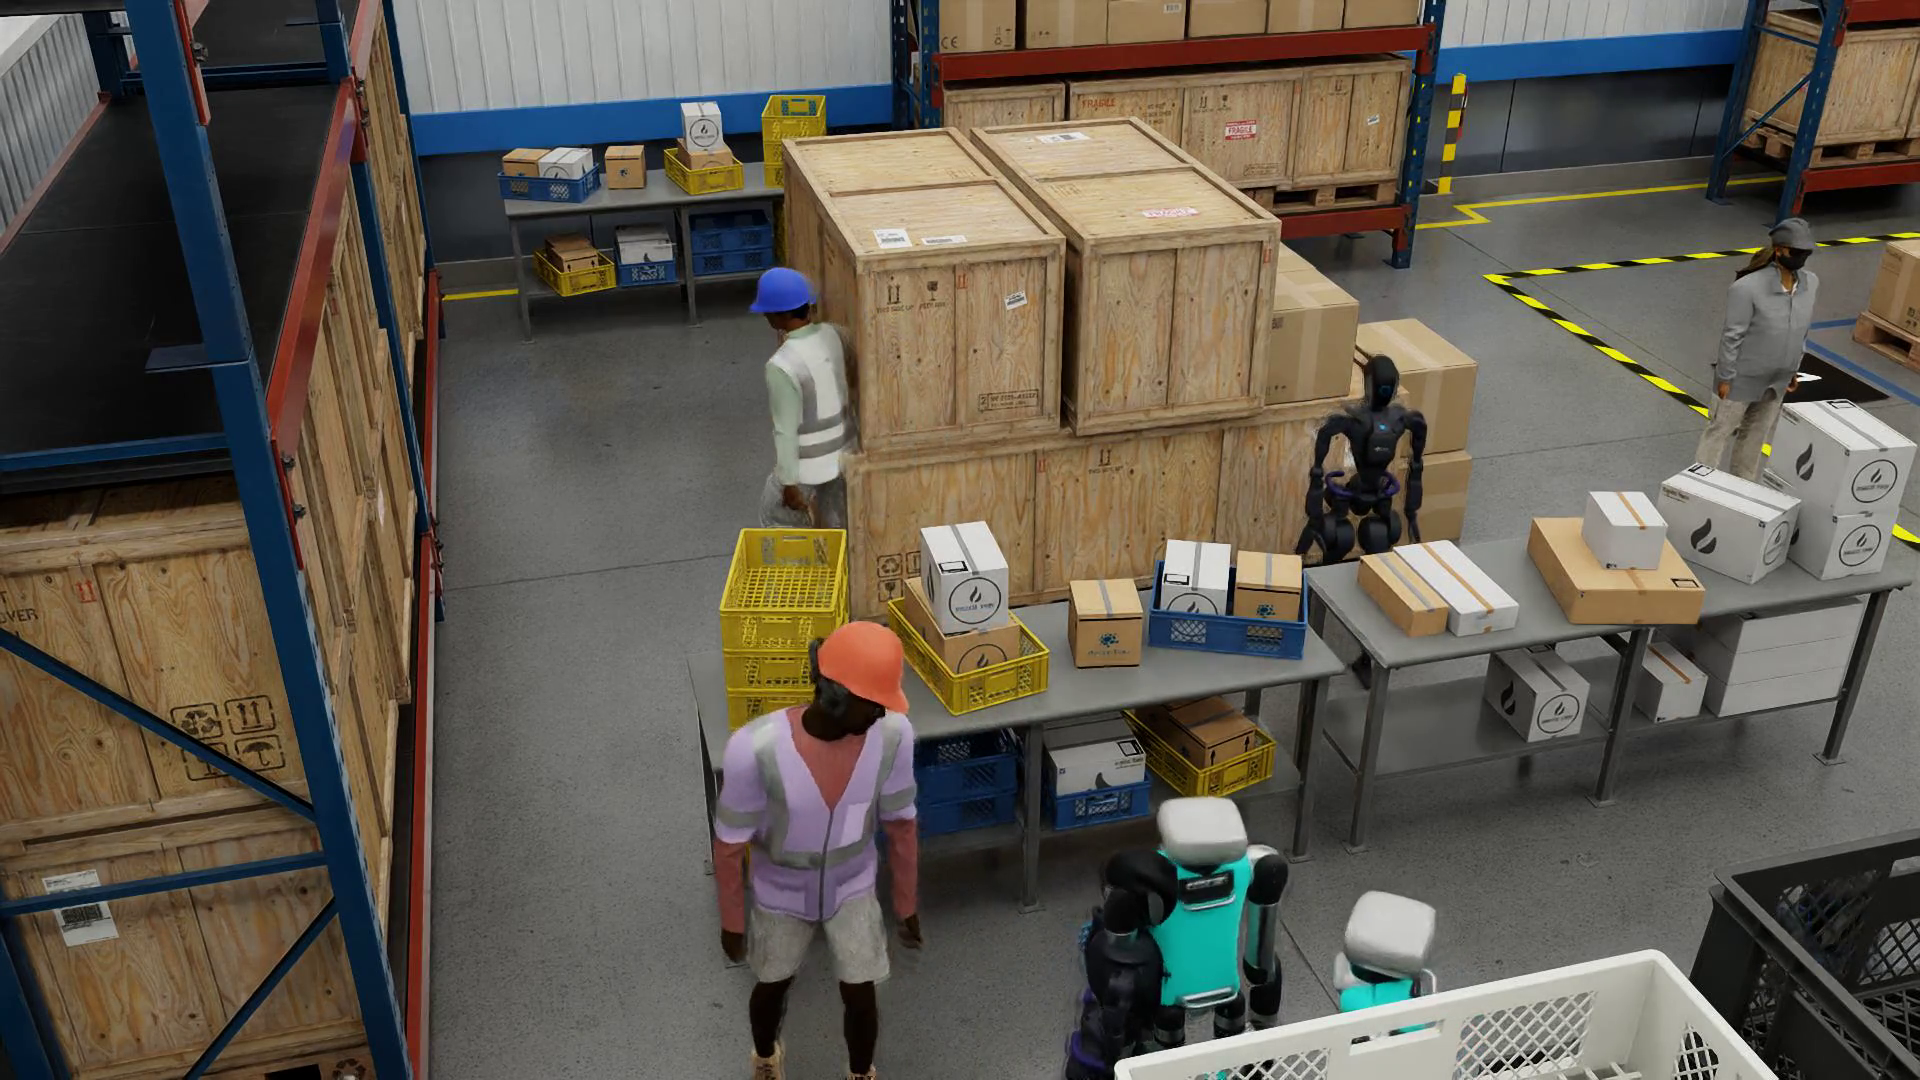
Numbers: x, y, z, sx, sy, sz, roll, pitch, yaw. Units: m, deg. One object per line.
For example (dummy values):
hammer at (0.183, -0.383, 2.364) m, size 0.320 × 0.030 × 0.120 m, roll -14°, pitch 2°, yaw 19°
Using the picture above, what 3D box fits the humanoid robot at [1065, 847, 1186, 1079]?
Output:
humanoid robot at (0.473, 1.533, 4.903) m, size 0.514 × 1.623 × 0.608 m, roll 8°, pitch 30°, yaw 14°

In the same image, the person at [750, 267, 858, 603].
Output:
person at (-0.786, -0.446, 8.217) m, size 0.716 × 1.910 × 0.643 m, roll 19°, pitch 34°, yaw 31°

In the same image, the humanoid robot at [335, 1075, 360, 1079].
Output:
humanoid robot at (-1.524, 2.094, 3.848) m, size 0.540 × 1.759 × 1.049 m, roll 22°, pitch 36°, yaw 34°

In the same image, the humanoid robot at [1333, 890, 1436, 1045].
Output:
humanoid robot at (1.329, 1.741, 4.473) m, size 0.792 × 1.792 × 0.530 m, roll 7°, pitch 30°, yaw 12°

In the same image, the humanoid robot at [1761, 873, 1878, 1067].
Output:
humanoid robot at (2.372, 1.595, 4.803) m, size 0.766 × 1.624 × 0.589 m, roll -9°, pitch 30°, yaw -16°

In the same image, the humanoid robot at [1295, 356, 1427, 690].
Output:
humanoid robot at (1.908, -0.148, 7.968) m, size 0.611 × 1.639 × 0.736 m, roll -3°, pitch 29°, yaw -6°

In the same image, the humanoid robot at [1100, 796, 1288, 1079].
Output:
humanoid robot at (0.704, 1.613, 4.700) m, size 0.535 × 1.808 × 0.671 m, roll -7°, pitch 30°, yaw -13°

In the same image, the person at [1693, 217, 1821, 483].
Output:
person at (4.418, -0.934, 9.256) m, size 0.563 × 1.769 × 0.400 m, roll -9°, pitch 30°, yaw -16°

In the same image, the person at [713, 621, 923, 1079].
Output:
person at (-0.451, 1.120, 5.298) m, size 0.659 × 1.991 × 0.475 m, roll -7°, pitch 30°, yaw -12°
